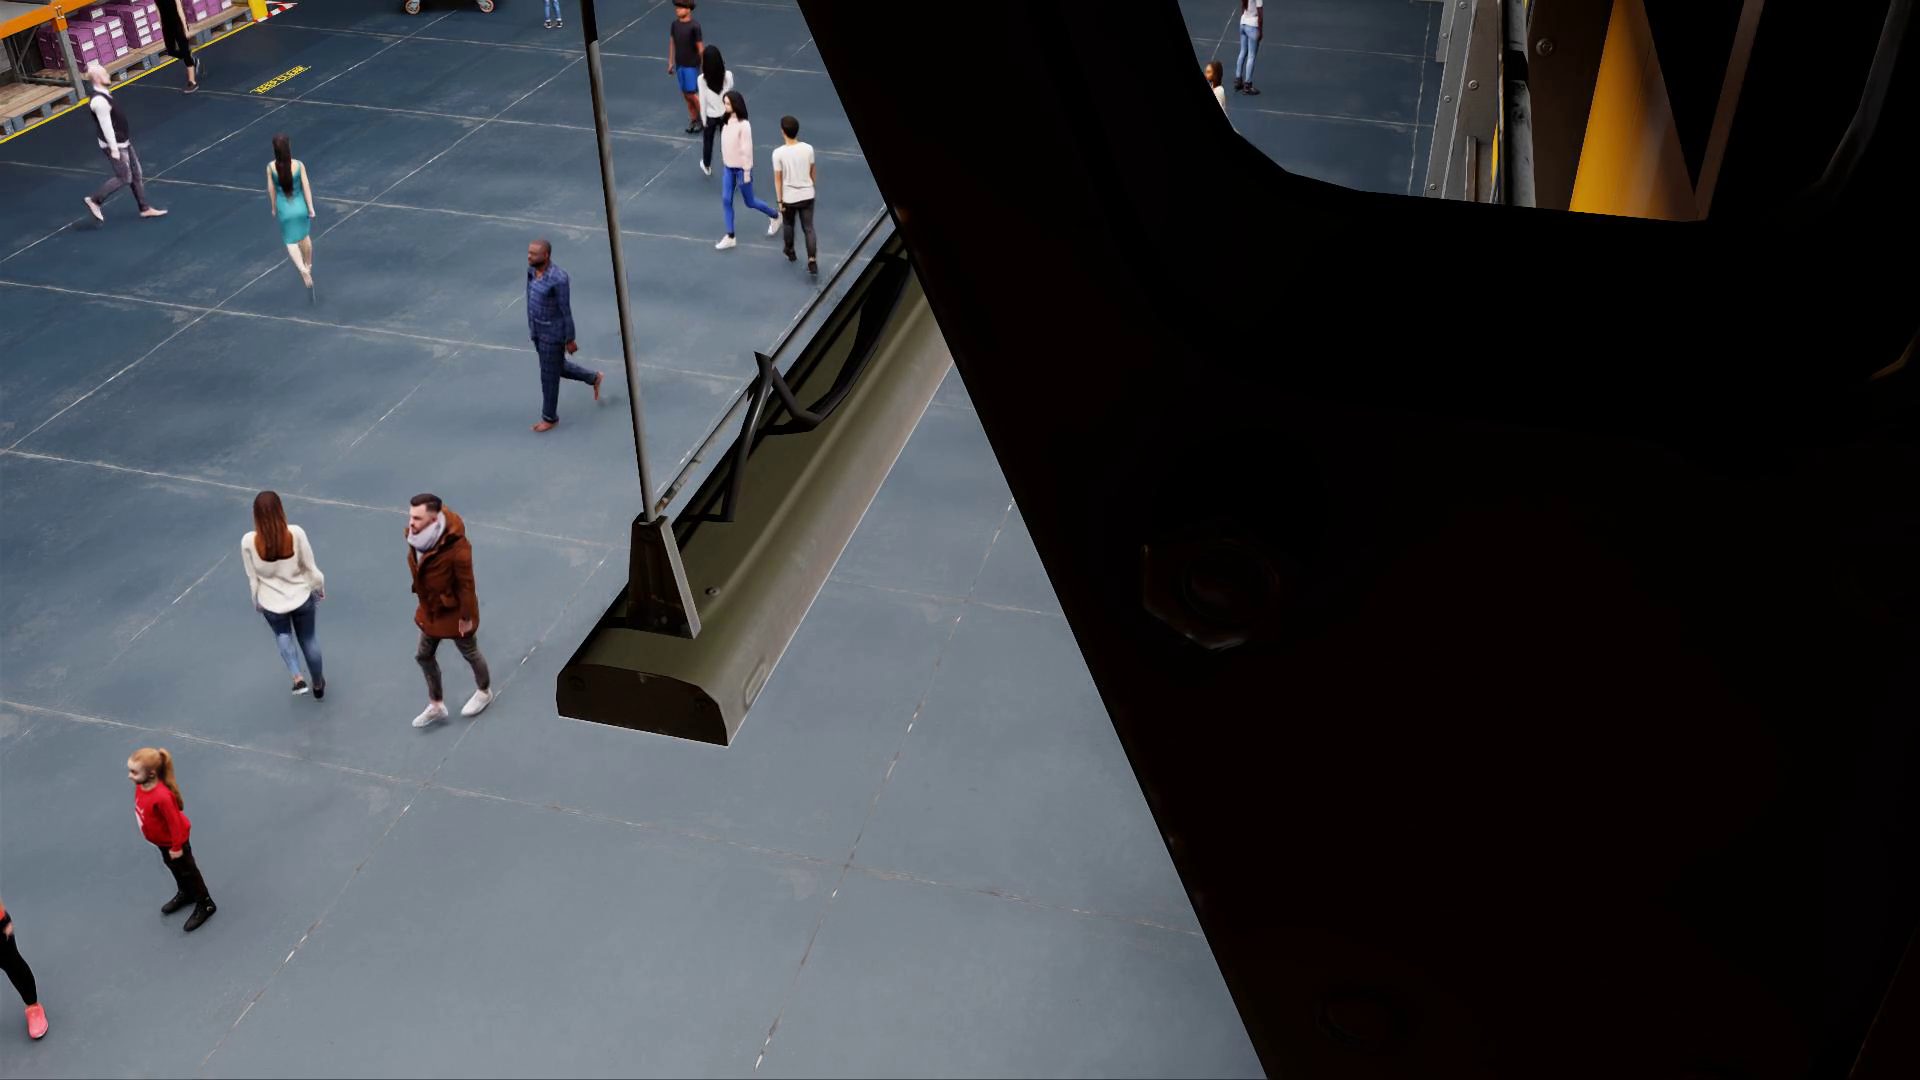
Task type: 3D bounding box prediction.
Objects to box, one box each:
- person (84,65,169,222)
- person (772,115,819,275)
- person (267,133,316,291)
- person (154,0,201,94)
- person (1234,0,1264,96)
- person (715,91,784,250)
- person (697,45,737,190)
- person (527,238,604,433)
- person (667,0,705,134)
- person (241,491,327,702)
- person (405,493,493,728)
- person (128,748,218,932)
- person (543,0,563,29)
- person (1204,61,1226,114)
[{"bbox_3d":[-9.620,-4.442,18.801,1.128,1.805,1.120,-13,36,-19],"label":"person"},{"bbox_3d":[-1.707,-3.644,17.707,0.997,1.689,1.182,-10,35,-14],"label":"person"},{"bbox_3d":[-6.947,-3.384,17.342,0.956,1.658,1.036,-16,37,-23],"label":"person"},{"bbox_3d":[-10.714,-7.054,22.816,0.612,1.712,0.849,6,34,8],"label":"person"},{"bbox_3d":[3.962,-6.978,22.693,0.729,1.721,0.647,-13,36,-19],"label":"person"},{"bbox_3d":[-2.357,-4.085,18.322,1.187,1.742,1.057,-23,40,-31],"label":"person"},{"bbox_3d":[-2.840,-4.978,19.738,1.013,1.661,1.128,-13,36,-19],"label":"person"},{"bbox_3d":[-3.611,-1.887,14.965,1.160,1.797,1.016,-27,42,-34],"label":"person"},{"bbox_3d":[-3.443,-6.129,21.358,0.682,1.786,0.690,20,38,27],"label":"person"},{"bbox_3d":[-4.661,0.452,11.551,0.764,1.681,0.804,-13,36,-18],"label":"person"},{"bbox_3d":[-3.472,0.424,11.465,0.833,1.822,0.929,18,37,24],"label":"person"},{"bbox_3d":[-4.733,1.759,9.946,0.566,1.281,0.597,23,40,31],"label":"person"},{"bbox_3d":[-6.266,-8.435,25.335,0.588,1.222,0.618,-11,35,-15],"label":"person"},{"bbox_3d":[2.991,-4.755,19.404,1.007,1.659,1.027,-11,35,-15],"label":"person"}]
